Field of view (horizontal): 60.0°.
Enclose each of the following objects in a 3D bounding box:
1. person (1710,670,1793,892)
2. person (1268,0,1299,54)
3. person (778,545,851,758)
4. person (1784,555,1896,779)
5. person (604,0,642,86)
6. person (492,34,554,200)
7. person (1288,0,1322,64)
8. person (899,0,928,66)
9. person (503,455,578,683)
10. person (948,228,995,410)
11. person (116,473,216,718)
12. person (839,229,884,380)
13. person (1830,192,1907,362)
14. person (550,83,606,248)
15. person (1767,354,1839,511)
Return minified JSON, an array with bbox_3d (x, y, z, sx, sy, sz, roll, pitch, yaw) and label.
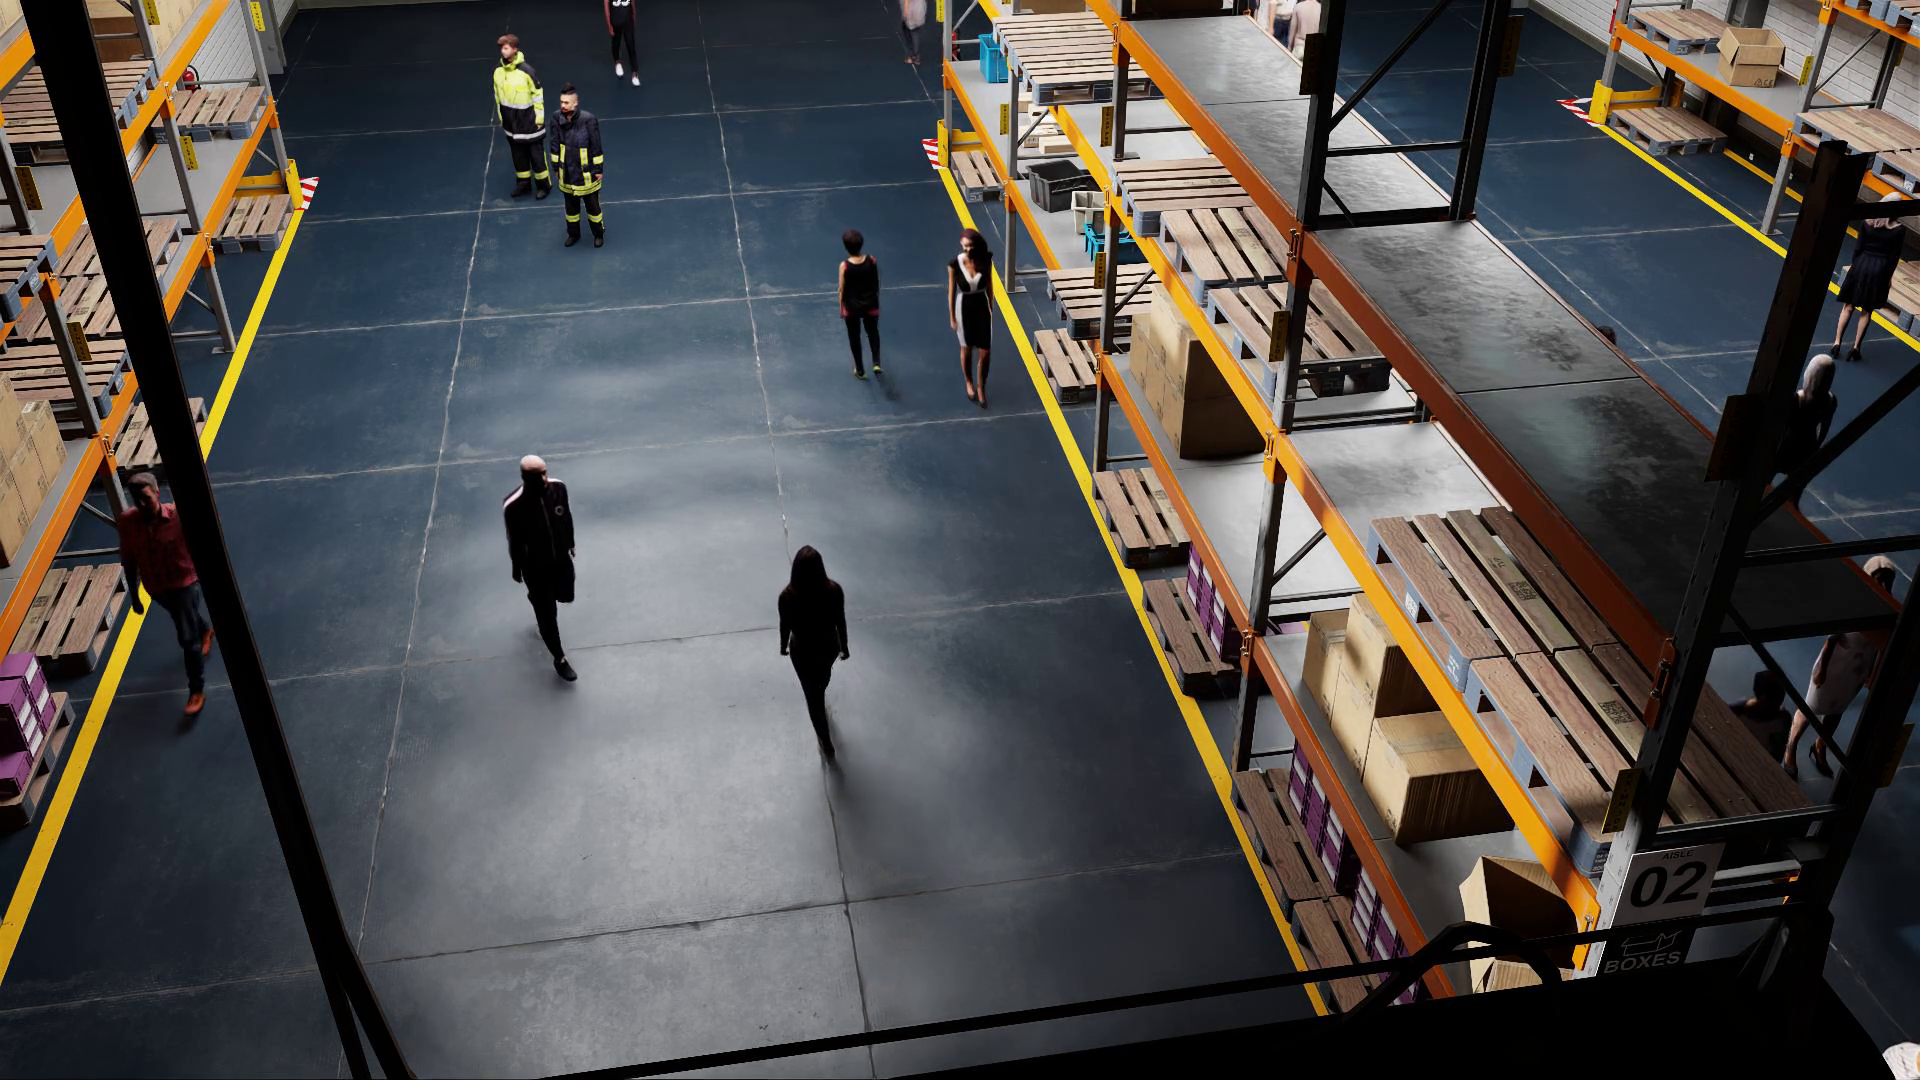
[{"bbox_3d":[4.936,1.395,10.549,0.790,1.513,1.093,5,34,8],"label":"person"},{"bbox_3d":[4.419,-7.213,23.235,0.895,1.806,1.327,-14,36,-20],"label":"person"},{"bbox_3d":[-0.987,0.789,11.423,0.686,1.555,1.088,-9,35,-14],"label":"person"},{"bbox_3d":[5.922,0.844,11.163,0.572,1.752,0.521,-3,34,-4],"label":"person"},{"bbox_3d":[-4.826,-7.343,23.537,0.744,1.690,1.209,-11,35,-16],"label":"person"},{"bbox_3d":[-5.217,-5.054,19.832,0.870,1.979,0.845,10,35,15],"label":"person"},{"bbox_3d":[4.596,-6.481,22.075,0.760,1.871,0.721,7,34,10],"label":"person"},{"bbox_3d":[-0.621,-7.737,24.208,0.818,1.601,0.726,8,34,12],"label":"person"},{"bbox_3d":[-3.090,0.128,12.185,1.034,1.812,1.197,-26,42,-34],"label":"person"},{"bbox_3d":[0.090,-2.126,15.605,0.600,1.781,0.659,-7,34,-10],"label":"person"},{"bbox_3d":[-5.675,0.268,12.004,0.768,1.780,1.294,-3,34,-5],"label":"person"},{"bbox_3d":[-0.932,-2.224,15.969,0.615,1.541,0.695,-10,35,-15],"label":"person"},{"bbox_3d":[8.927,-2.587,16.330,0.690,1.747,0.756,23,40,30],"label":"person"},{"bbox_3d":[-4.287,-4.222,18.680,0.827,1.868,0.800,4,34,6],"label":"person"},{"bbox_3d":[6.682,-0.595,13.296,0.832,1.787,1.198,3,34,4],"label":"person"}]
